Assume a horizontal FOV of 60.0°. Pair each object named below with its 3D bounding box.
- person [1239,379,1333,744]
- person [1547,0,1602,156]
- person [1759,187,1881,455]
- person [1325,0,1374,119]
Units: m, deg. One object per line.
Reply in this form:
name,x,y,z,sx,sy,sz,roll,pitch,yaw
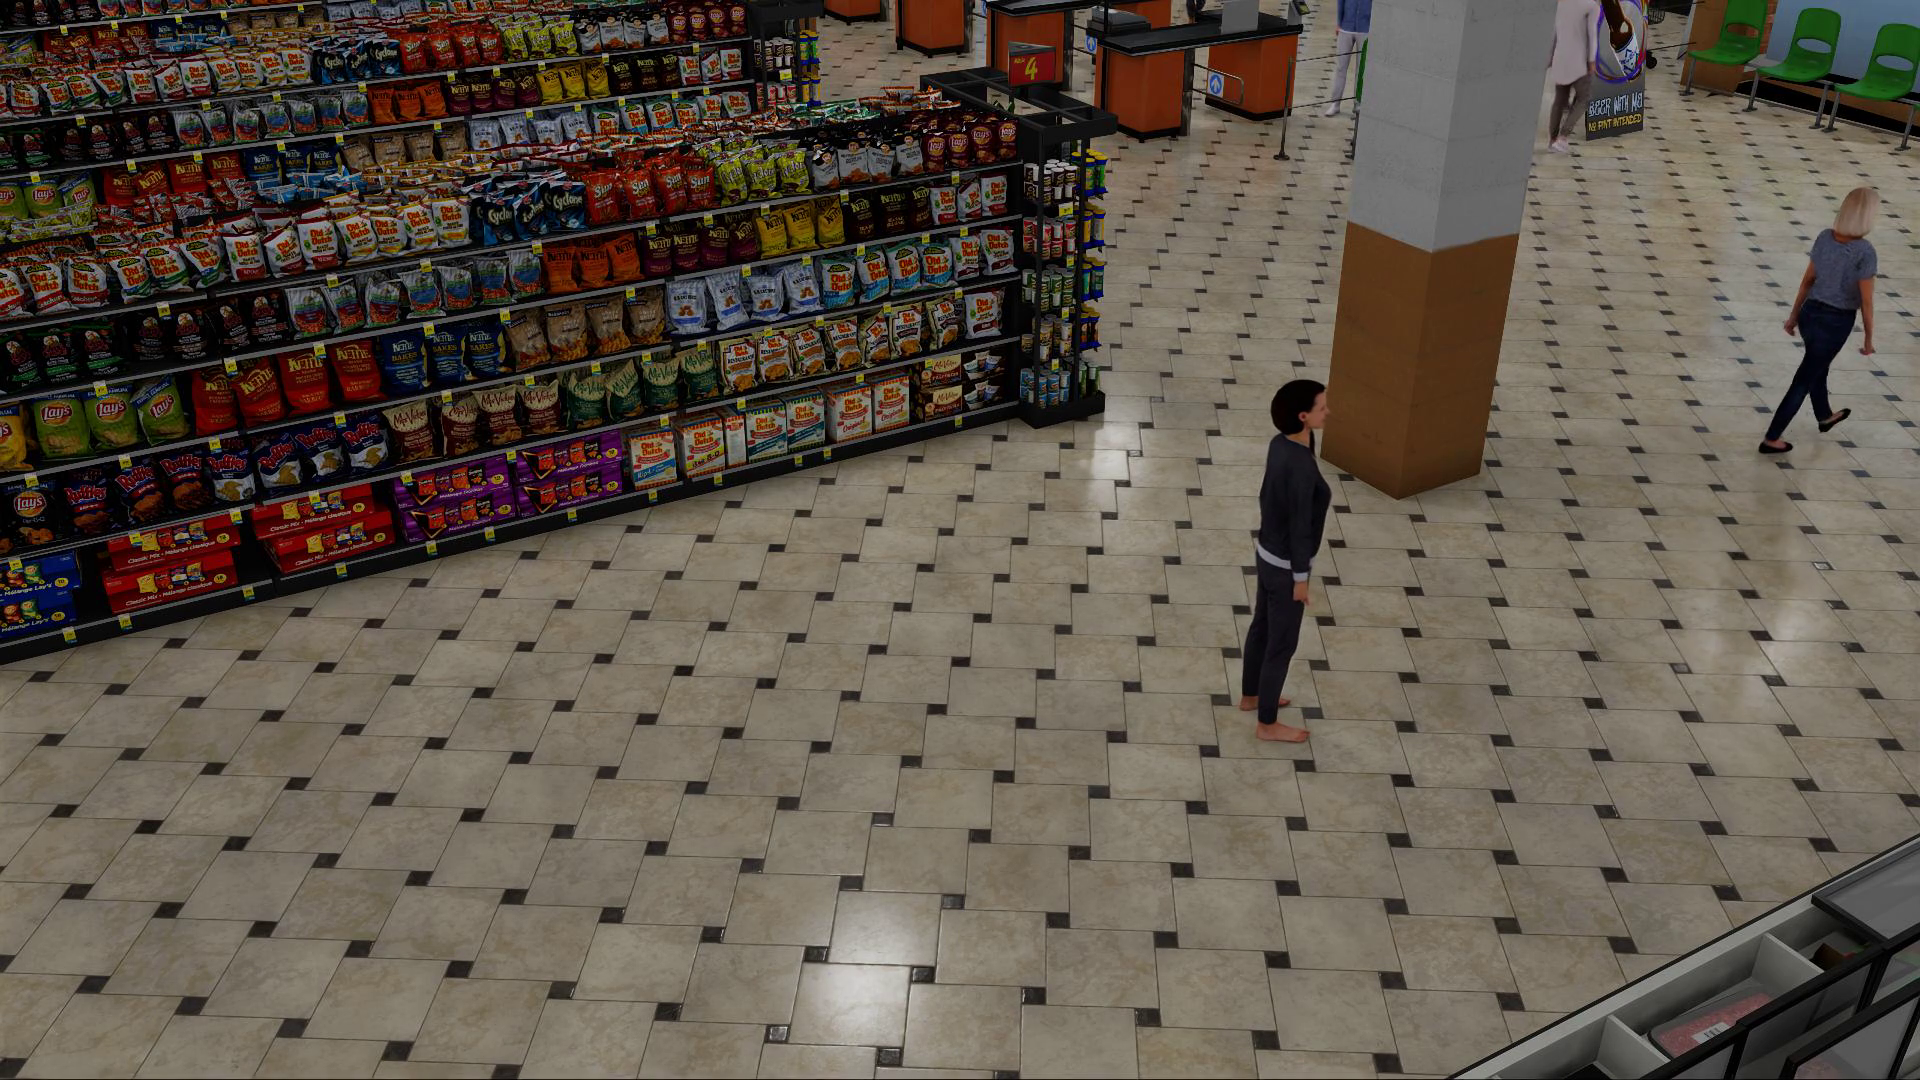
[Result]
person,1.482,0.089,7.596,0.651,1.767,0.676,-3,29,-6
person,5.951,-4.668,16.241,0.742,1.833,0.746,-20,34,-31
person,5.245,-1.299,10.221,1.067,1.687,0.730,-10,30,-18
person,4.211,-5.450,17.615,0.741,1.888,0.782,10,30,18
